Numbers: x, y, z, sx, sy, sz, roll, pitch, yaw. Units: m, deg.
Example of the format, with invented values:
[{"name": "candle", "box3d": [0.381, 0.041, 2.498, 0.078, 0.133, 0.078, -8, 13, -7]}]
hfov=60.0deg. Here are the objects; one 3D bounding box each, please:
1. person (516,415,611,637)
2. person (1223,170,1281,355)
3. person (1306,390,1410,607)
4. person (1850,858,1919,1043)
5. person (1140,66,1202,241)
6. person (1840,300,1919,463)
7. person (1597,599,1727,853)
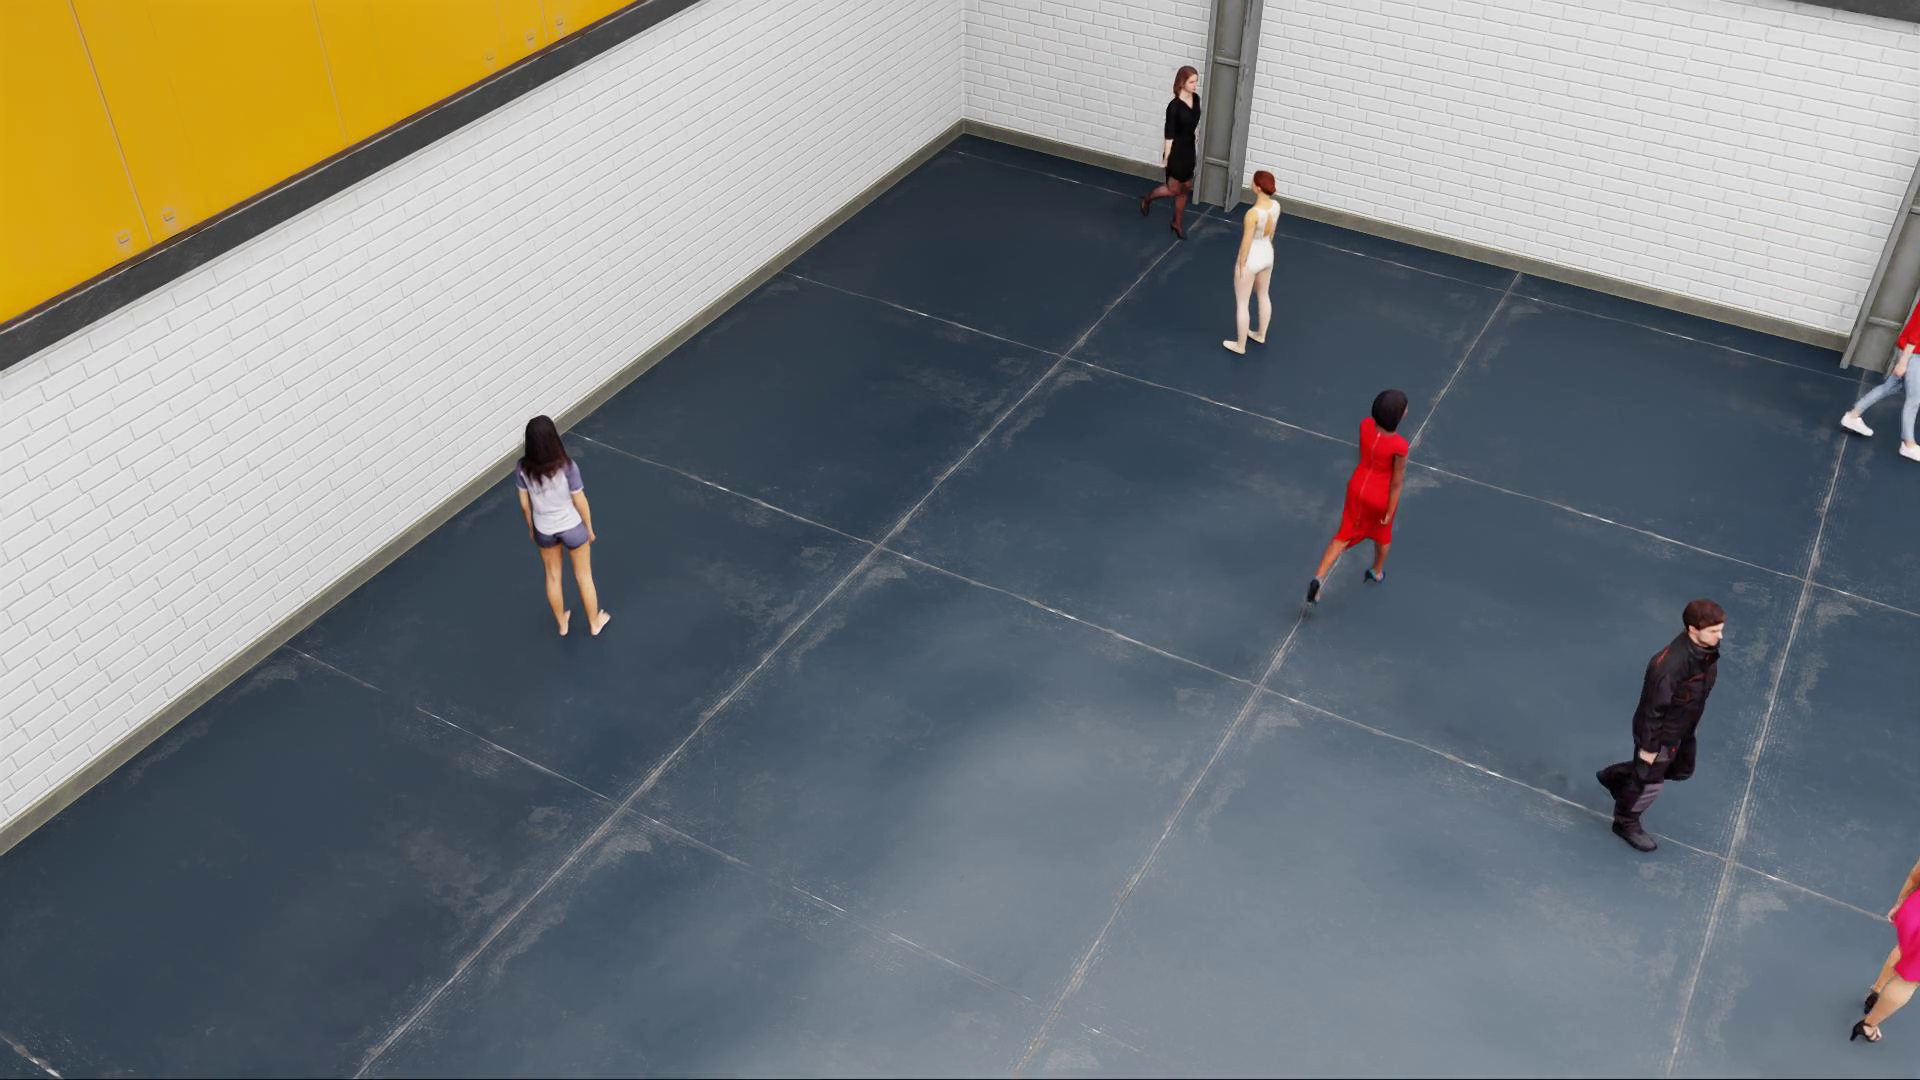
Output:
[{"name": "person", "box3d": [-2.660, -0.079, 11.041, 0.586, 1.731, 0.713, 1, 39, 1]}, {"name": "person", "box3d": [2.487, -2.336, 13.940, 0.593, 1.641, 0.568, -27, 46, -30]}, {"name": "person", "box3d": [2.724, -0.256, 11.275, 0.838, 1.717, 1.062, -30, 48, -32]}, {"name": "person", "box3d": [4.877, 2.001, 8.450, 0.785, 1.716, 0.722, -13, 40, -16]}, {"name": "person", "box3d": [1.983, -3.620, 15.508, 0.826, 1.691, 0.682, 29, 47, 31]}, {"name": "person", "box3d": [7.285, -1.458, 12.812, 1.007, 1.677, 0.745, 29, 47, 31]}, {"name": "person", "box3d": [4.005, 1.014, 9.597, 0.843, 1.826, 0.873, -29, 47, -31]}]
